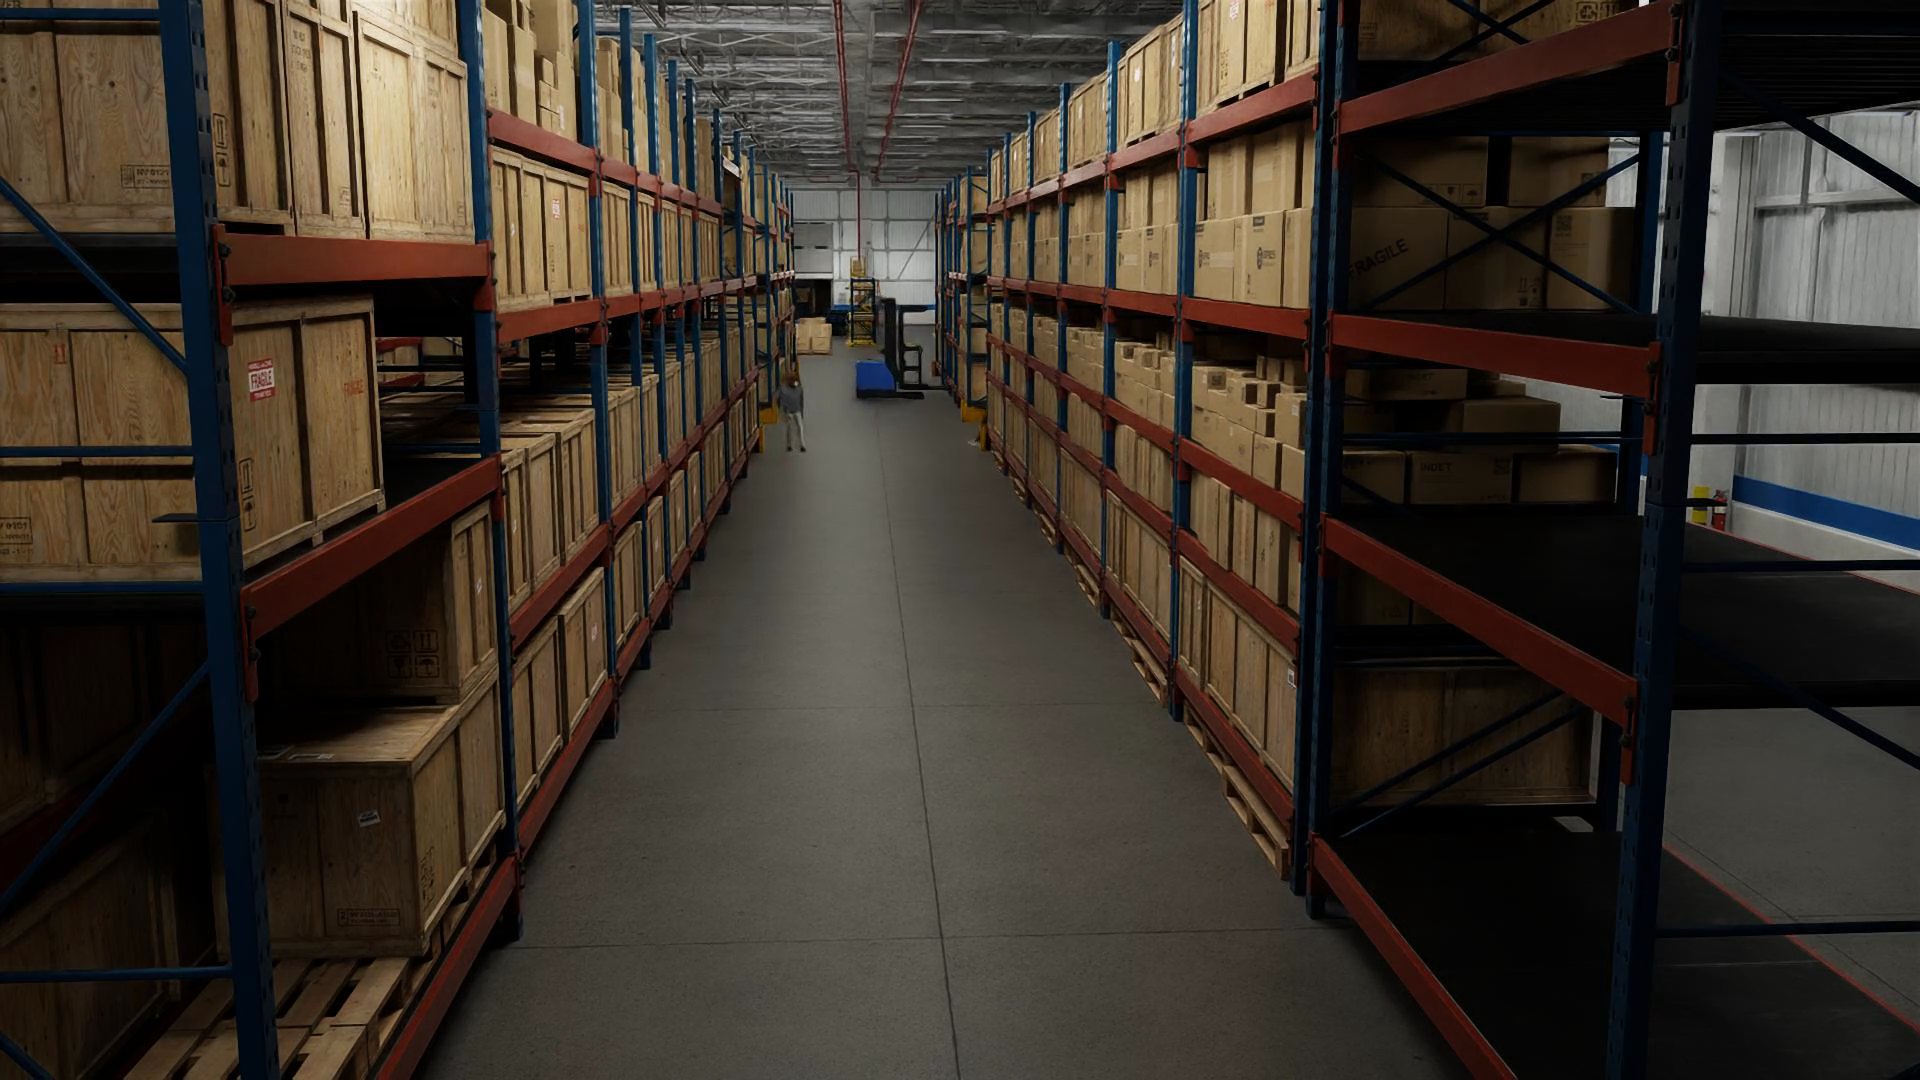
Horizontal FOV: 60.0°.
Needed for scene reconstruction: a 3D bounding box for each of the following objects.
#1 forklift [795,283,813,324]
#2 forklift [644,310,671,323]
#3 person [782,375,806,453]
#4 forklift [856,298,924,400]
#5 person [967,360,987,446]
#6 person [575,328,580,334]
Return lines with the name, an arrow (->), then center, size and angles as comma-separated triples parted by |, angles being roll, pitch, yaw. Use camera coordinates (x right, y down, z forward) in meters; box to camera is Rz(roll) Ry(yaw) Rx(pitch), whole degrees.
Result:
forklift -> -7.448, -10.808, 79.029 | 1.129, 2.768, 1.873 | -2, 10, -12
forklift -> -10.413, -7.188, 57.404 | 1.129, 2.768, 1.873 | 0, 10, -3
person -> -3.349, -2.540, 33.506 | 0.492, 1.579, 0.898 | -4, 10, -22
forklift -> -1.961, -5.348, 46.413 | 1.873, 2.768, 1.129 | -1, 10, -3
person -> 0.689, -2.869, 34.641 | 0.992, 1.868, 0.595 | 0, 10, 0
person -> -10.665, -4.892, 46.184 | 0.607, 2.044, 0.379 | -5, 11, -30
